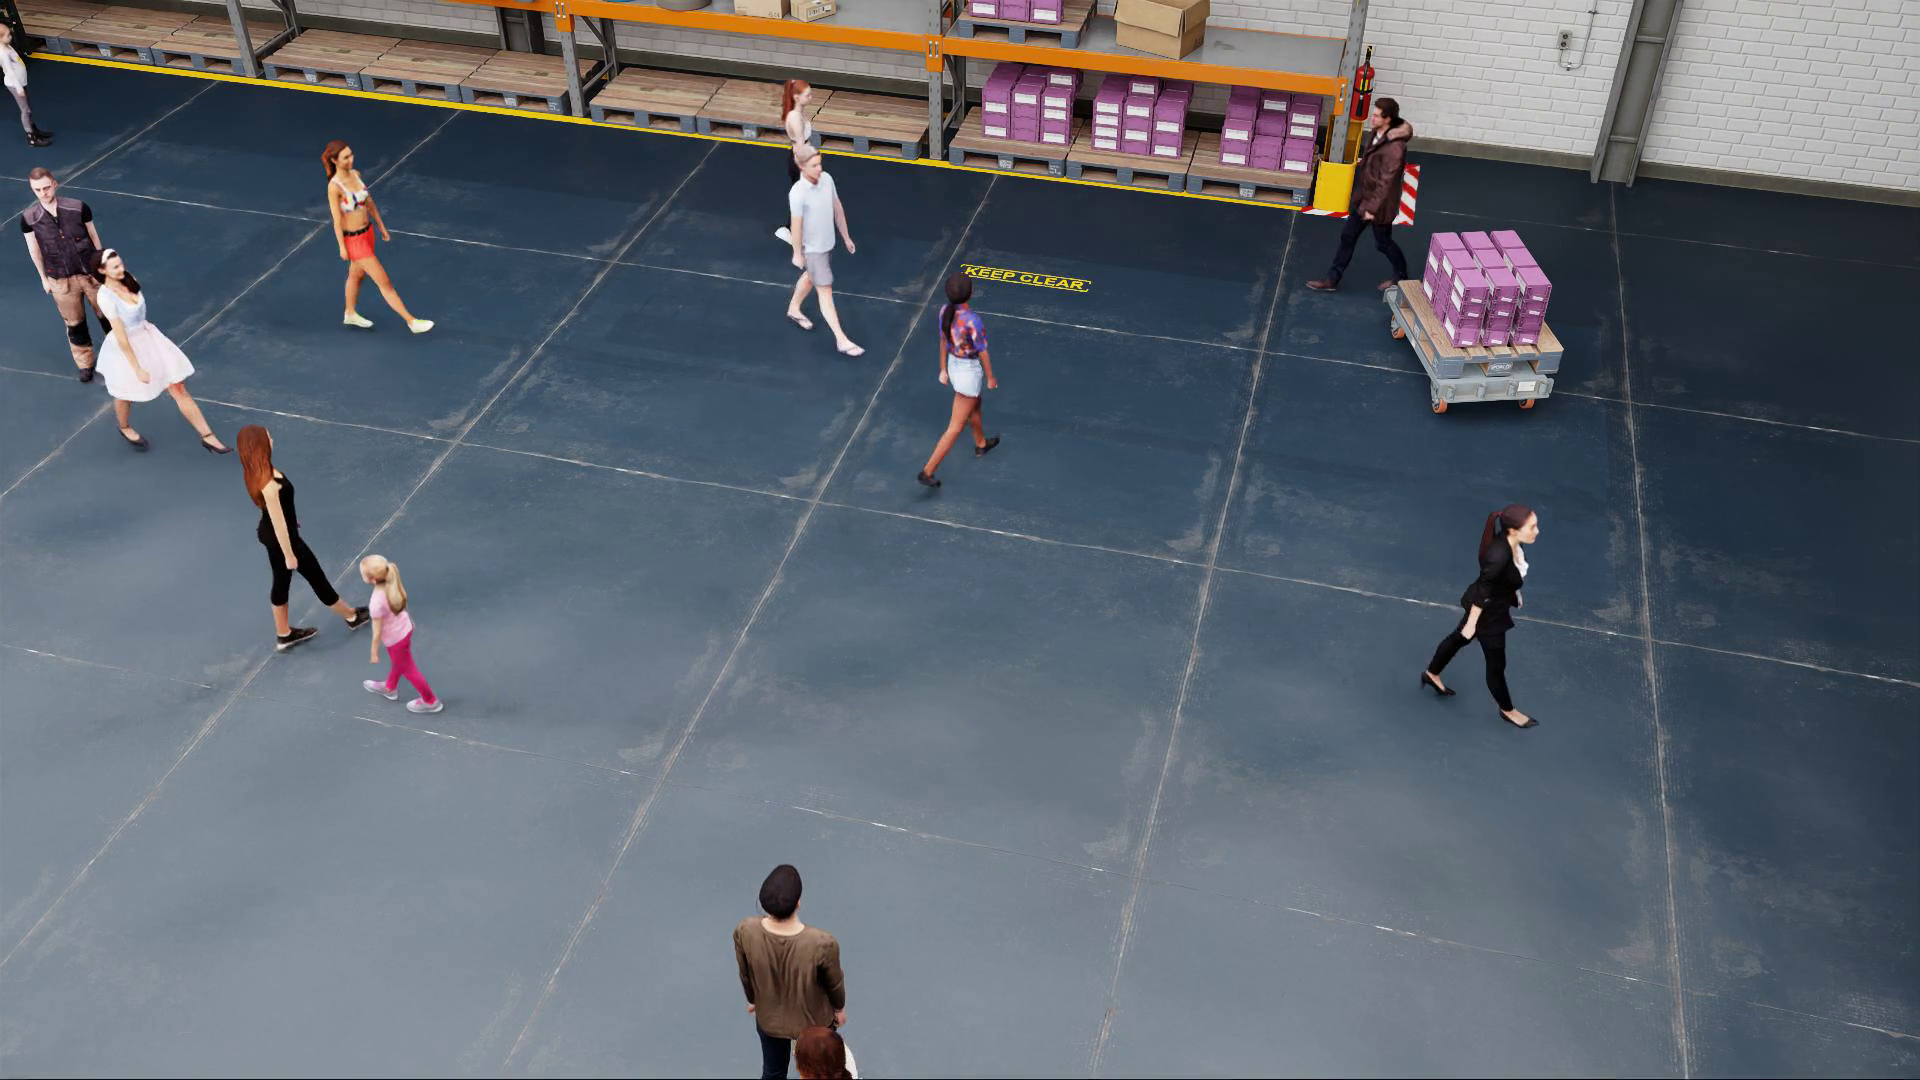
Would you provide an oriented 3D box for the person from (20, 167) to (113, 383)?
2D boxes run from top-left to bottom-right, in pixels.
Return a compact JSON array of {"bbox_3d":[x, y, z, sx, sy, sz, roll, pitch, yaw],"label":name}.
[{"bbox_3d":[-7.149,-2.173,13.445,0.765,1.841,0.825,-20,43,-23],"label":"person"}]

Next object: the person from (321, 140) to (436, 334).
[{"bbox_3d":[-5.109,-2.512,13.946,1.104,1.746,0.598,8,39,10],"label":"person"}]

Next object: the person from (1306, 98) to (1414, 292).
[{"bbox_3d":[3.691,-2.935,14.426,1.296,1.807,1.097,-8,39,-9],"label":"person"}]

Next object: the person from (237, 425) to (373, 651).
[{"bbox_3d":[-4.474,0.025,10.800,0.988,1.707,0.986,-26,45,-28],"label":"person"}]

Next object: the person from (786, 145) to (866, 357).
[{"bbox_3d":[-1.258,-2.464,13.852,1.236,1.788,0.874,22,44,25],"label":"person"}]

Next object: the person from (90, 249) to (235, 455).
[{"bbox_3d":[-6.249,-1.354,12.486,1.203,1.758,0.679,7,39,8],"label":"person"}]

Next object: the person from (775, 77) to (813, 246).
[{"bbox_3d":[-1.522,-3.327,14.975,0.763,1.735,0.701,-2,39,-3],"label":"person"}]

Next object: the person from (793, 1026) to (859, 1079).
[{"bbox_3d":[-0.469,2.741,7.360,0.957,1.755,0.590,10,40,12],"label":"person"}]

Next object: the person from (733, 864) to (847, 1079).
[{"bbox_3d":[-0.793,2.224,7.902,0.531,1.887,0.733,5,39,6],"label":"person"}]

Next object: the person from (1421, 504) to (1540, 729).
[{"bbox_3d":[3.193,0.424,10.367,1.063,1.624,0.767,17,42,20],"label":"person"}]

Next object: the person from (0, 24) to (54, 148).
[{"bbox_3d":[-9.660,-4.660,17.011,0.637,1.277,0.586,-15,41,-18],"label":"person"}]

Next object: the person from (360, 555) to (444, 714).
[{"bbox_3d":[-3.488,0.602,10.437,0.797,1.258,0.582,4,39,5],"label":"person"}]

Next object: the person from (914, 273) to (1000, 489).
[{"bbox_3d":[-0.028,-1.144,12.268,1.092,1.701,1.162,-27,46,-30],"label":"person"}]
